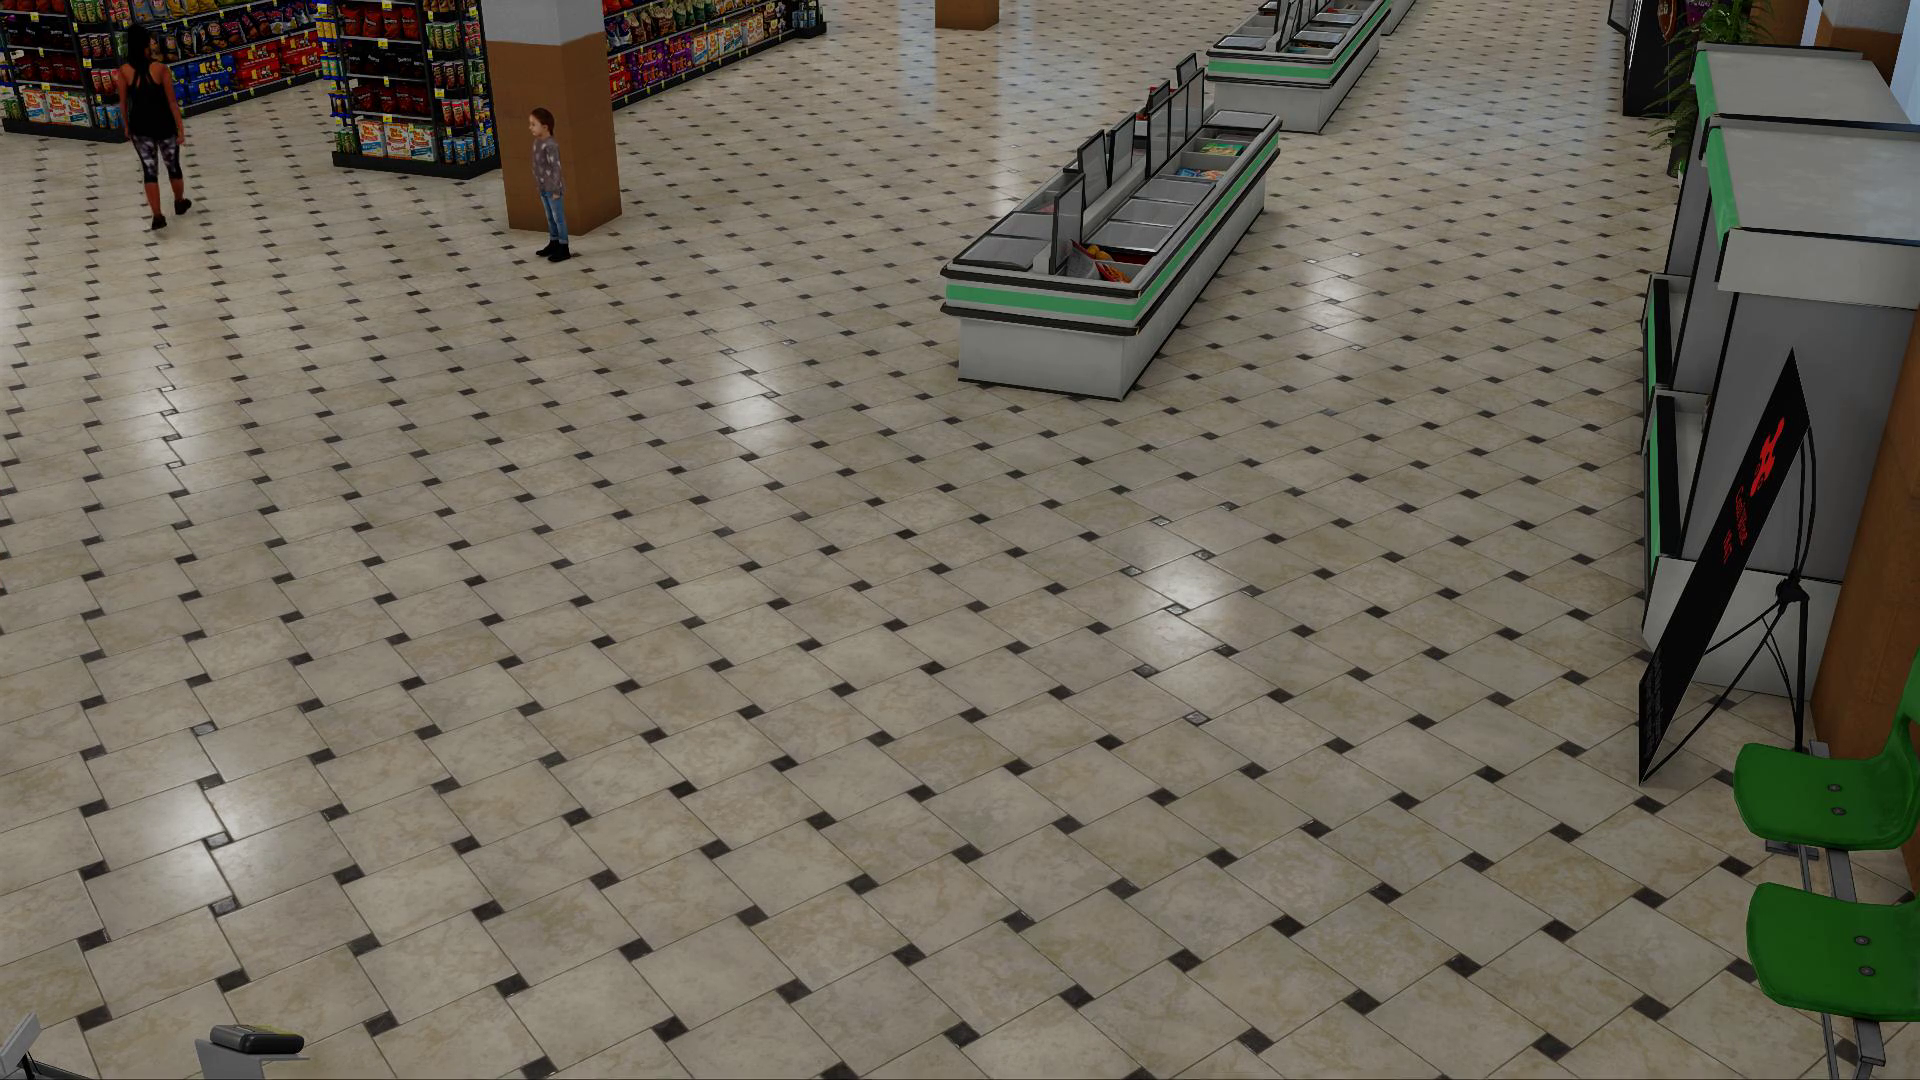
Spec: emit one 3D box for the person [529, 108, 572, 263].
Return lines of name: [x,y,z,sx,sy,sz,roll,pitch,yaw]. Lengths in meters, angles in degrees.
person: [-3.234,-2.809,13.125,0.591,1.194,0.562,-19,33,-33]

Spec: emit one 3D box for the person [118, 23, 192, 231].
person: [-6.686,-3.379,13.764,1.044,1.633,1.204,-8,28,-15]
